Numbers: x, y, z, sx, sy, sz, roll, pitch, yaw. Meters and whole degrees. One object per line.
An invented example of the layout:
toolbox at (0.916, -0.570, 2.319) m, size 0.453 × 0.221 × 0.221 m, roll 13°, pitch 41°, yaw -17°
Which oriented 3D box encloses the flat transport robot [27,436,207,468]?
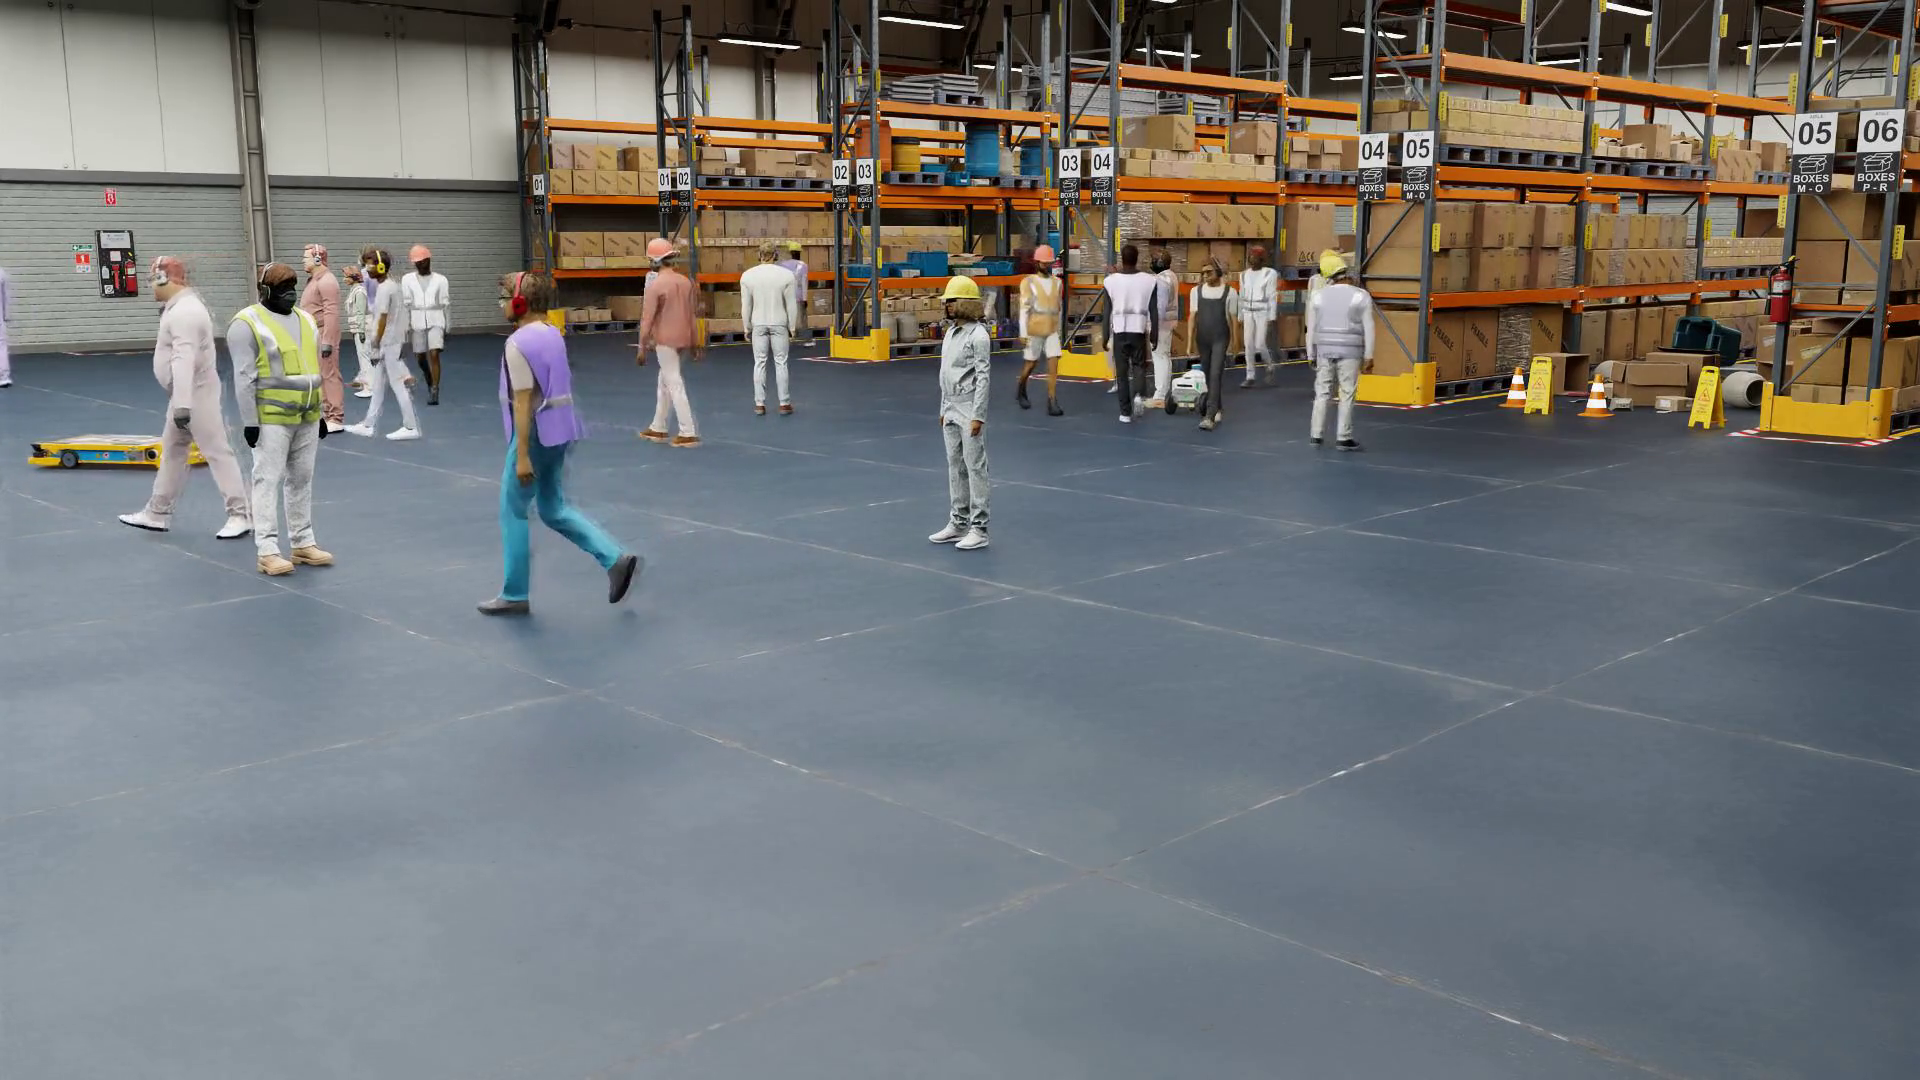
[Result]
flat transport robot at (-7.367, -0.790, 14.681) m, size 1.431 × 0.197 × 0.652 m, roll 1°, pitch 11°, yaw 8°

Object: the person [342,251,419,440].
person at (-5.734, -1.898, 16.308) m, size 0.768 × 1.841 × 0.561 m, roll -3°, pitch 11°, yaw -15°

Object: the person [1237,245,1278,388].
person at (3.929, -2.948, 21.965) m, size 0.613 × 1.869 × 0.466 m, roll 9°, pitch 14°, yaw 42°

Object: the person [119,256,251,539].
person at (-5.203, -0.936, 11.039) m, size 0.851 × 1.853 × 0.722 m, roll -5°, pitch 12°, yaw -27°

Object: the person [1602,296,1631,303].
person at (12.421, -4.623, 31.229) m, size 0.927 × 1.834 × 0.528 m, roll -9°, pitch 14°, yaw -41°

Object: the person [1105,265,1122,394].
person at (1.957, -2.661, 21.057) m, size 0.442 × 1.620 × 0.538 m, roll -4°, pitch 11°, yaw -20°

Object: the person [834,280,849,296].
person at (-2.549, -5.270, 34.657) m, size 0.527 × 1.859 × 0.538 m, roll -10°, pitch 14°, yaw -43°

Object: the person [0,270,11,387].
person at (-12.982, -2.964, 22.116) m, size 1.012 × 1.853 × 0.644 m, roll 10°, pitch 14°, yaw 42°

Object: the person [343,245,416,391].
person at (-7.510, -2.859, 21.478) m, size 1.033 × 1.890 × 0.630 m, roll 1°, pitch 10°, yaw 6°

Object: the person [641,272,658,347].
person at (-5.355, -4.233, 29.568) m, size 0.870 × 1.651 × 0.539 m, roll 10°, pitch 15°, yaw 44°

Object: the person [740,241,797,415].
person at (-2.141, -2.382, 18.710) m, size 0.628 × 1.935 × 0.373 m, roll 0°, pitch 10°, yaw 1°

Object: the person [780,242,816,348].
person at (-2.950, -4.366, 29.676) m, size 0.609 × 1.904 × 0.806 m, roll 5°, pitch 12°, yaw 27°

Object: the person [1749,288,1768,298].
person at (16.859, -5.308, 34.764) m, size 0.569 × 1.886 × 0.970 m, roll -2°, pitch 11°, yaw -11°

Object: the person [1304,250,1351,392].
person at (4.696, -2.794, 21.263) m, size 0.611 × 1.820 × 0.515 m, roll 9°, pitch 14°, yaw 41°

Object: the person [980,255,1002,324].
person at (0.688, -5.169, 34.850) m, size 0.523 × 1.582 × 0.871 m, roll 9°, pitch 14°, yaw 41°

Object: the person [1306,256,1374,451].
person at (3.545, -1.737, 15.570) m, size 0.637 × 1.803 × 0.403 m, roll 5°, pitch 12°, yaw 26°

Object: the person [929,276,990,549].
person at (0.012, -0.824, 10.731) m, size 0.294 × 1.744 × 0.486 m, roll -6°, pitch 12°, yaw -31°

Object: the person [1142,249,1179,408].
person at (2.332, -2.478, 19.482) m, size 0.429 × 1.846 × 0.627 m, roll 3°, pitch 11°, yaw 15°

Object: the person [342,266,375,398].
person at (-7.445, -2.582, 20.643) m, size 0.323 × 1.630 × 0.503 m, roll -5°, pitch 12°, yaw -26°

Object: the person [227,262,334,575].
person at (-4.045, -0.736, 9.982) m, size 0.428 × 1.842 × 0.631 m, roll 5°, pitch 11°, yaw 23°

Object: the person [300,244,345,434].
person at (-6.527, -2.052, 16.984) m, size 0.407 × 1.910 × 0.638 m, roll -6°, pitch 12°, yaw -30°

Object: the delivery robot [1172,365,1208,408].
delivery robot at (2.673, -1.748, 18.876) m, size 0.477 × 0.478 × 0.707 m, roll 6°, pitch 12°, yaw 27°

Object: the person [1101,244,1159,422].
person at (1.824, -2.224, 17.915) m, size 0.614 × 1.903 × 0.450 m, roll 0°, pitch 10°, yaw -2°

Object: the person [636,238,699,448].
person at (-2.871, -1.870, 15.833) m, size 0.904 × 1.956 × 0.650 m, roll 5°, pitch 12°, yaw 27°

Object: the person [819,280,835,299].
person at (-2.853, -5.494, 35.999) m, size 0.606 × 1.814 × 0.649 m, roll 9°, pitch 14°, yaw 41°

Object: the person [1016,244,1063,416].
person at (0.896, -2.396, 18.883) m, size 0.555 × 1.907 × 0.913 m, roll -4°, pitch 11°, yaw -23°

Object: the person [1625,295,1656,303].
person at (12.261, -4.414, 29.924) m, size 0.337 × 1.882 × 0.585 m, roll -9°, pitch 13°, yaw -39°

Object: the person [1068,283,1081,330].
person at (2.145, -4.956, 33.324) m, size 0.551 × 1.713 × 0.917 m, roll 8°, pitch 13°, yaw 37°

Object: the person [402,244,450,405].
person at (-6.422, -2.614, 20.071) m, size 0.540 × 1.907 × 0.827 m, roll -2°, pitch 11°, yaw -10°

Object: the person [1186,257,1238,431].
person at (2.671, -2.079, 17.497) m, size 0.497 × 1.795 × 1.022 m, roll 4°, pitch 11°, yaw 23°

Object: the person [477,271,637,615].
person at (-2.172, -0.507, 8.815) m, size 0.772 × 1.824 × 0.574 m, roll 2°, pitch 11°, yaw 8°
